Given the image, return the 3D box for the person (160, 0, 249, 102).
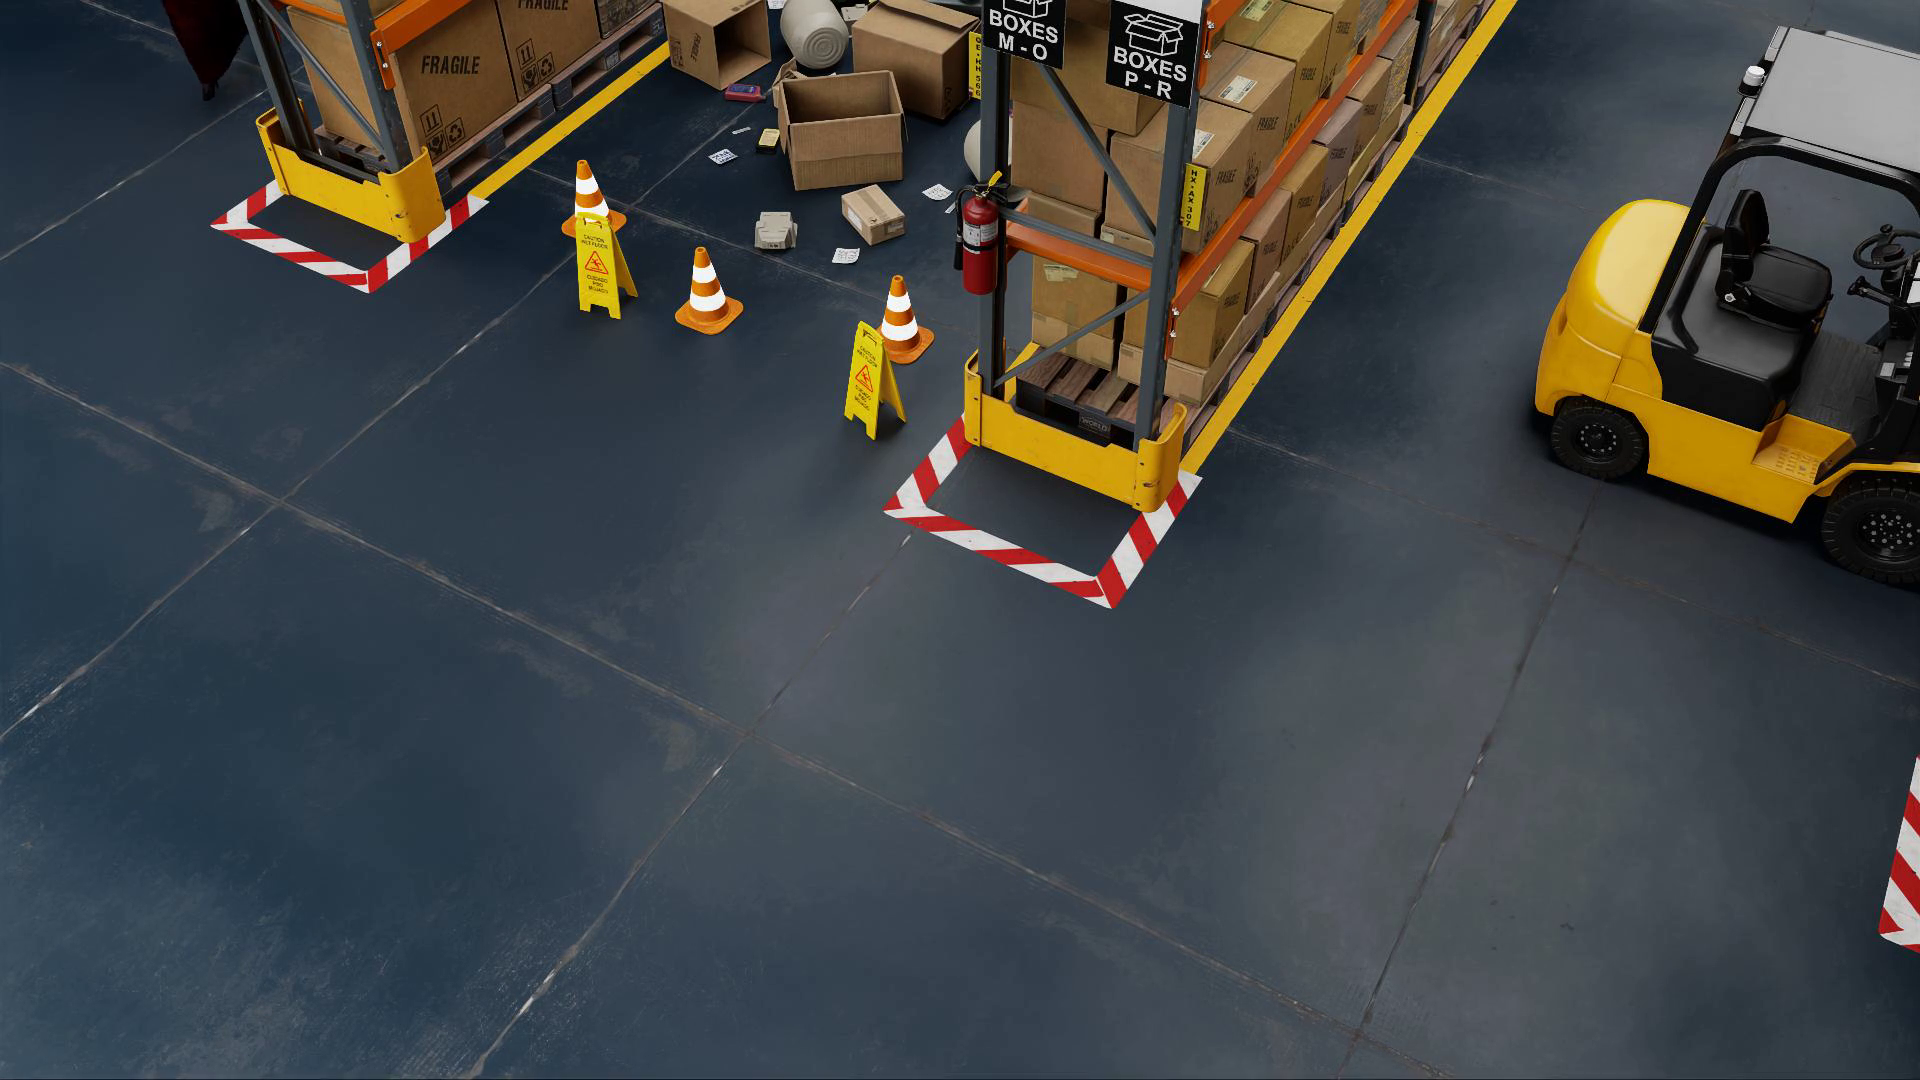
[{"bbox_3d":[-5.020,-3.779,10.883,0.932,1.735,1.107,4,47,4],"label":"person"}]
